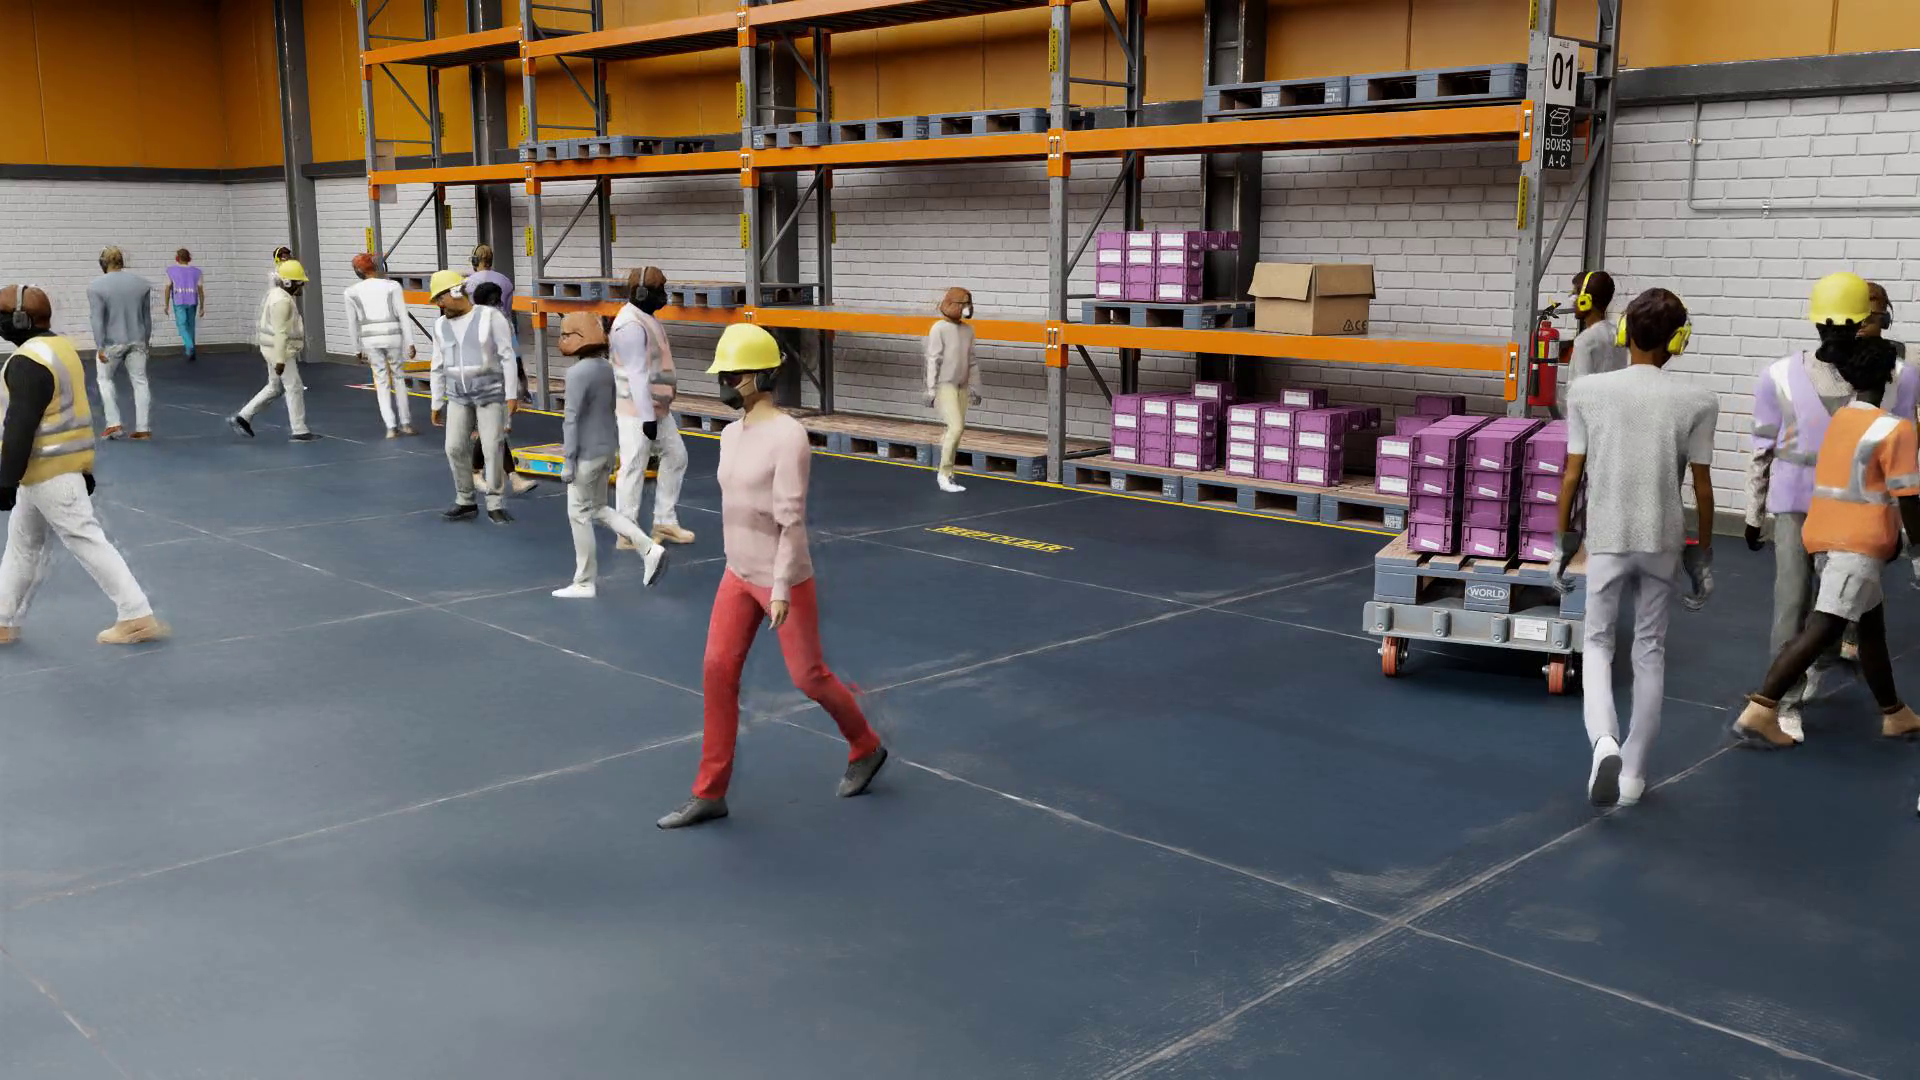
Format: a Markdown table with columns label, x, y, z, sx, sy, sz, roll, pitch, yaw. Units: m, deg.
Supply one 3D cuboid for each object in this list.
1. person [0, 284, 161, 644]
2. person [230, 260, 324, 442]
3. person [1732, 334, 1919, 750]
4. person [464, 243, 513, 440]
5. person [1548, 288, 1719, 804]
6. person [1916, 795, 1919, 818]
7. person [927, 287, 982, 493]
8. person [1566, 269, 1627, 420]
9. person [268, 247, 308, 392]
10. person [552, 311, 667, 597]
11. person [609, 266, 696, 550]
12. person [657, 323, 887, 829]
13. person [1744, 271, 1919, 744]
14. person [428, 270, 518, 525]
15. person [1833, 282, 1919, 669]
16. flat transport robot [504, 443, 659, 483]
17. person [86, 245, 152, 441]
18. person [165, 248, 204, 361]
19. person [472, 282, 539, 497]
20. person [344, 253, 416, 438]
| label | x | y | z | sx | sy | sz | roll | pitch | yaw |
| --- | --- | --- | --- | --- | --- | --- | --- | --- | --- |
| person | -4.488 | -0.351 | 8.165 | 1.004 | 1.790 | 0.644 | -3 | 11 | -16 |
| person | -6.692 | -1.820 | 16.176 | 0.777 | 1.794 | 0.626 | -5 | 11 | -25 |
| person | 3.487 | 0.016 | 6.544 | 0.909 | 1.639 | 0.547 | -1 | 10 | -6 |
| person | -4.692 | -1.957 | 16.495 | 0.370 | 1.940 | 0.630 | 6 | 12 | 28 |
| person | 2.345 | 0.048 | 5.813 | 0.559 | 1.843 | 0.541 | 4 | 11 | 22 |
| person | 3.757 | 0.076 | 5.609 | 0.933 | 1.856 | 0.641 | -1 | 10 | -4 |
| person | -0.032 | -1.169 | 13.056 | 0.440 | 1.614 | 0.529 | 9 | 13 | 39 |
| person | 3.553 | -0.569 | 9.198 | 0.524 | 1.847 | 0.821 | -8 | 13 | -36 |
| person | -8.759 | -2.864 | 21.631 | 0.312 | 1.869 | 0.536 | 1 | 10 | 7 |
| person | -1.987 | -0.460 | 9.225 | 0.561 | 1.614 | 0.503 | 2 | 11 | 11 |
| person | -1.948 | -0.830 | 10.656 | 0.632 | 1.821 | 0.661 | 0 | 10 | 2 |
| person | -0.629 | 0.110 | 5.789 | 0.861 | 1.733 | 0.525 | -9 | 14 | -41 |
| person | 3.526 | -0.152 | 6.792 | 0.596 | 1.893 | 0.718 | 5 | 11 | 24 |
| person | -3.415 | -0.988 | 11.669 | 0.665 | 1.783 | 0.409 | 2 | 11 | 10 |
| person | 4.214 | -0.306 | 7.858 | 0.513 | 1.796 | 0.939 | 7 | 13 | 34 |
| flat transport robot | -3.213 | -0.653 | 13.932 | 1.431 | 0.197 | 0.652 | 7 | 13 | 35 |
| person | -8.289 | -1.932 | 16.431 | 0.640 | 1.919 | 0.651 | 8 | 13 | 38 |
| person | -12.567 | -3.822 | 27.008 | 0.583 | 1.819 | 0.821 | -9 | 14 | -40 |
| person | -3.580 | -1.164 | 12.912 | 0.856 | 1.646 | 0.547 | 6 | 12 | 29 |
| person | -5.846 | -1.964 | 16.801 | 0.656 | 1.833 | 0.654 | -3 | 11 | -18 |
